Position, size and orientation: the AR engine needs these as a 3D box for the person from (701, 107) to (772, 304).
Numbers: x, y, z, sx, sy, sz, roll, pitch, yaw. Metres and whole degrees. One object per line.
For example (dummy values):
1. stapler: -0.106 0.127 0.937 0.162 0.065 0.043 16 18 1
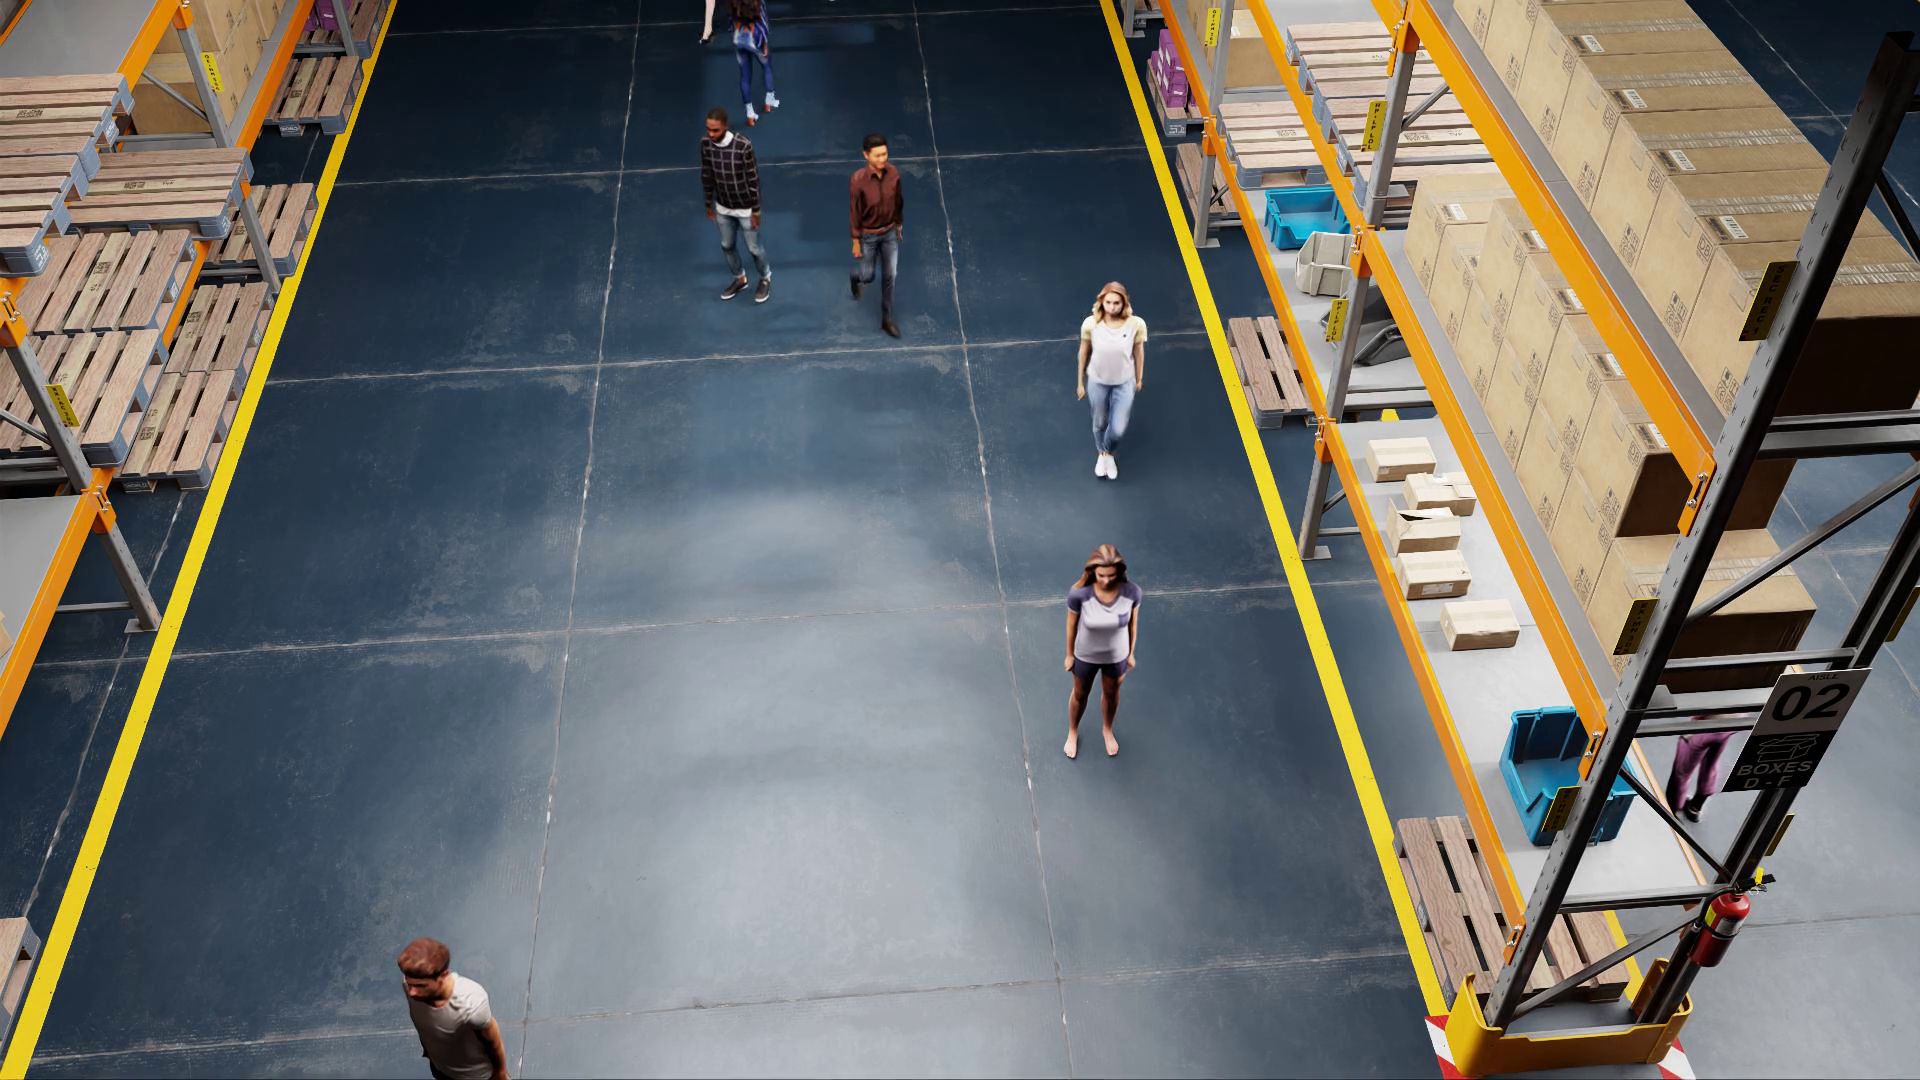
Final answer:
1. person: -1.822 -2.778 13.704 0.797 1.802 0.803 15 46 15

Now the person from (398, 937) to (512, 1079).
1. person: -2.402 2.509 8.086 0.750 1.897 0.743 19 47 19

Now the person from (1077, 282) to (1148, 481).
1. person: 1.091 -1.202 12.116 0.680 1.711 0.677 3 44 3

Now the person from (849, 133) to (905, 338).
1. person: -0.718 -2.507 13.446 0.889 1.766 1.071 -21 47 -21

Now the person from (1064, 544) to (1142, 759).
1. person: 0.852 0.667 10.138 0.588 1.732 0.537 -2 44 -2

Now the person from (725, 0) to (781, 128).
1. person: -2.037 -4.706 15.869 0.770 1.607 0.841 13 45 13
